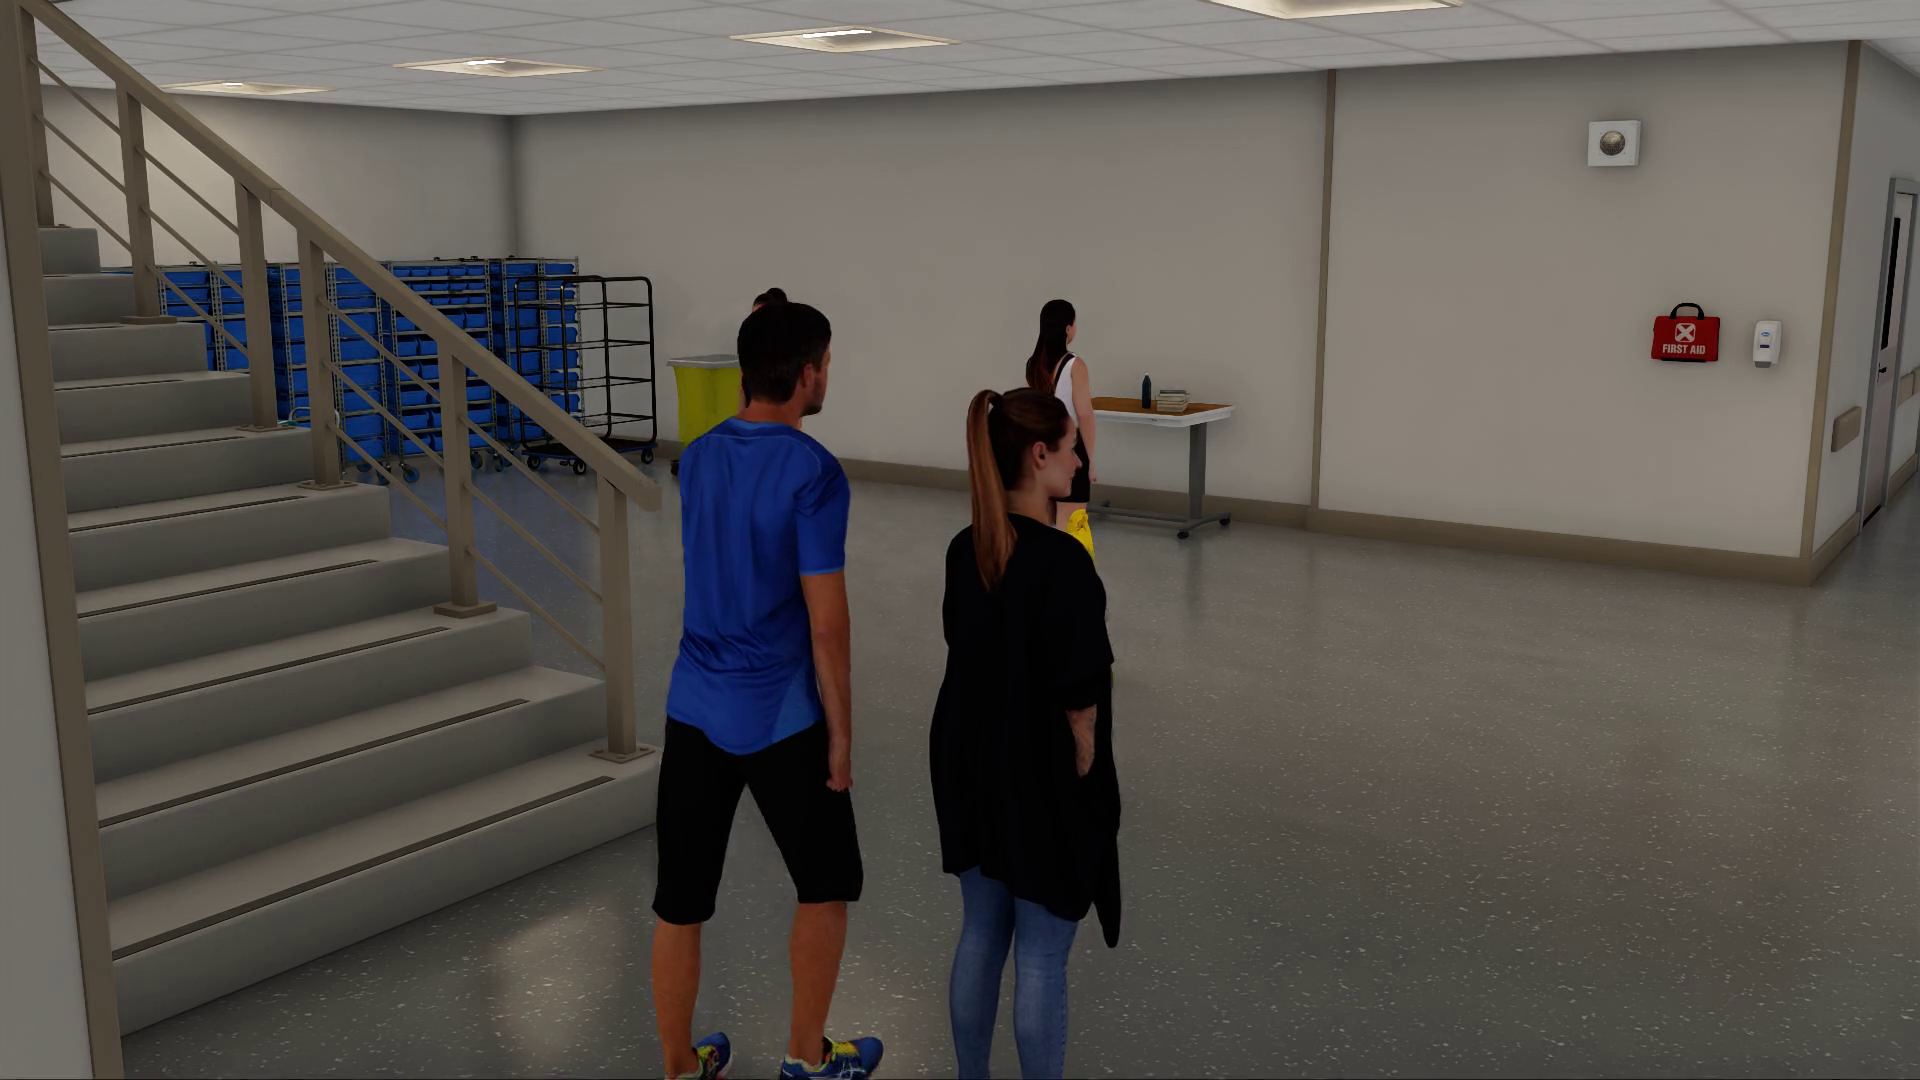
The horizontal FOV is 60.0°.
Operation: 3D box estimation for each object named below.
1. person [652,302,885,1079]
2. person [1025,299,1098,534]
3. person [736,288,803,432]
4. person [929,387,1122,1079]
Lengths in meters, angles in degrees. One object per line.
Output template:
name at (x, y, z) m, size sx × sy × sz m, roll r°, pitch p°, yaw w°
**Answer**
person at (-0.500, 0.412, 3.675) m, size 0.628 × 1.847 × 0.674 m, roll 6°, pitch 12°, yaw 30°
person at (0.494, -0.388, 8.421) m, size 0.444 × 1.649 × 0.609 m, roll 8°, pitch 13°, yaw 36°
person at (-0.994, -0.511, 9.005) m, size 0.609 × 1.674 × 0.653 m, roll 8°, pitch 13°, yaw 35°
person at (0.125, 0.516, 3.567) m, size 0.747 × 1.684 × 0.591 m, roll -9°, pitch 14°, yaw -38°
